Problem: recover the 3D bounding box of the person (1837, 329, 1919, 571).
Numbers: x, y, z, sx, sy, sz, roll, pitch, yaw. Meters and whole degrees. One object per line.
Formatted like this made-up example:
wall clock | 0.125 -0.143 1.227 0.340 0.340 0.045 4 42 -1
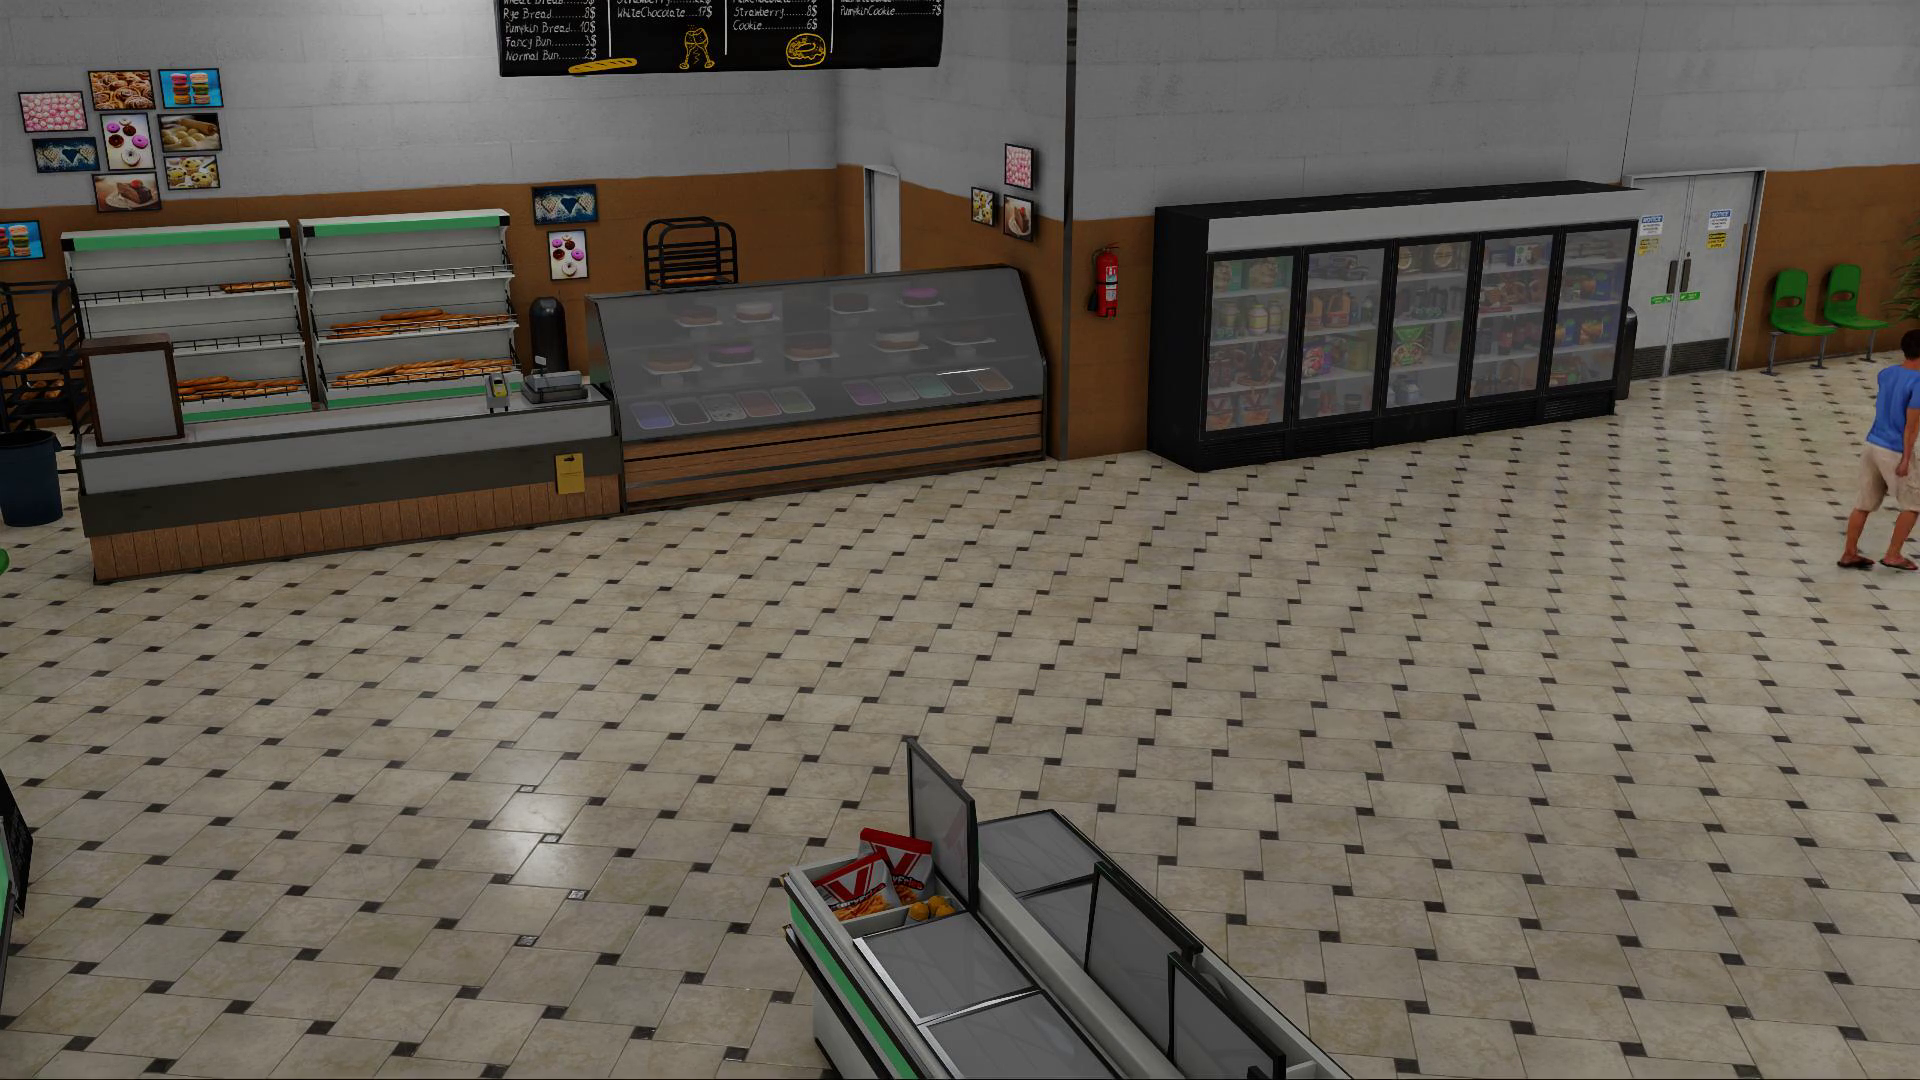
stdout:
person | 6.872 -0.650 12.419 0.776 1.842 0.743 -5 19 -14
